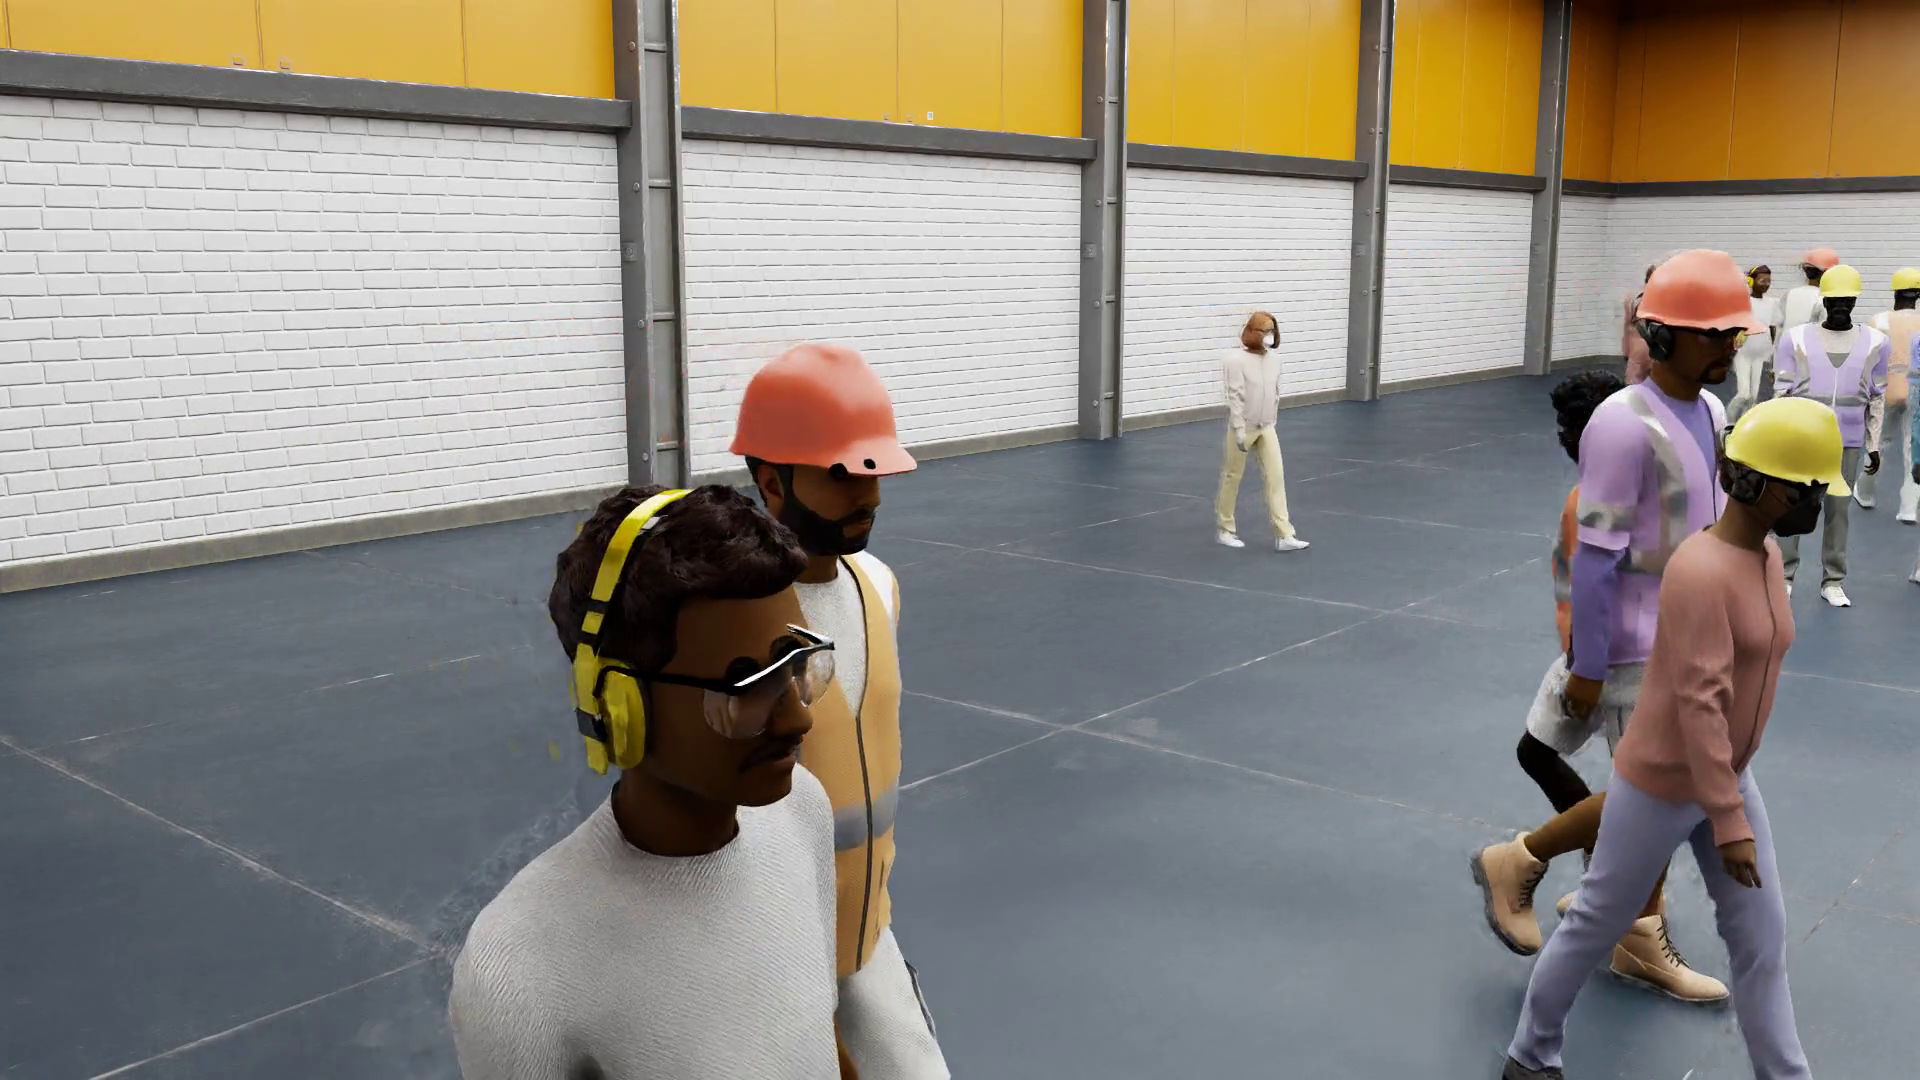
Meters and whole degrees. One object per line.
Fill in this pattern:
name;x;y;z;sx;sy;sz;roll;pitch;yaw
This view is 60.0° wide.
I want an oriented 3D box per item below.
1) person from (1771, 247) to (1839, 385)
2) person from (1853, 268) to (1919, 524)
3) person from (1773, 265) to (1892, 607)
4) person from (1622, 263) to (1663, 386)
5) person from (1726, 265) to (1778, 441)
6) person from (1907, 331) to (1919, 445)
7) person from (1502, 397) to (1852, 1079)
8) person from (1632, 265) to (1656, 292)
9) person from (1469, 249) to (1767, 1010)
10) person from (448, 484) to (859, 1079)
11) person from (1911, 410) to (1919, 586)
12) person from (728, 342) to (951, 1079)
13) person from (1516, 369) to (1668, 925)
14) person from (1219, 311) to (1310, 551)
person;7.298;-1.488;14.288;0.422;2.025;0.642;-4;11;-21
person;7.040;-1.093;12.485;0.613;1.868;1.019;3;10;14
person;4.904;-0.581;9.411;0.584;1.928;0.367;3;10;17
person;7.170;-1.953;17.385;0.862;1.876;0.666;-8;13;-39
person;7.924;-1.814;16.645;0.532;1.855;0.409;-1;10;-7
person;6.283;-0.741;10.506;0.600;1.858;1.011;3;10;17
person;1.632;0.540;3.649;0.553;1.711;0.849;-9;13;-41
person;8.198;-2.332;19.684;0.633;1.828;0.447;5;11;28
person;1.795;0.244;4.455;0.592;2.022;0.612;9;13;41
person;-0.306;0.833;1.641;0.875;1.834;0.521;4;11;20
person;5.733;-0.426;9.458;0.533;1.581;0.877;0;10;2
person;-0.281;0.623;2.694;1.001;1.888;0.568;7;12;35
person;1.900;0.344;4.867;0.436;1.664;0.630;8;13;39
person;2.003;-0.705;11.047;0.500;1.597;0.816;-5;11;-28
